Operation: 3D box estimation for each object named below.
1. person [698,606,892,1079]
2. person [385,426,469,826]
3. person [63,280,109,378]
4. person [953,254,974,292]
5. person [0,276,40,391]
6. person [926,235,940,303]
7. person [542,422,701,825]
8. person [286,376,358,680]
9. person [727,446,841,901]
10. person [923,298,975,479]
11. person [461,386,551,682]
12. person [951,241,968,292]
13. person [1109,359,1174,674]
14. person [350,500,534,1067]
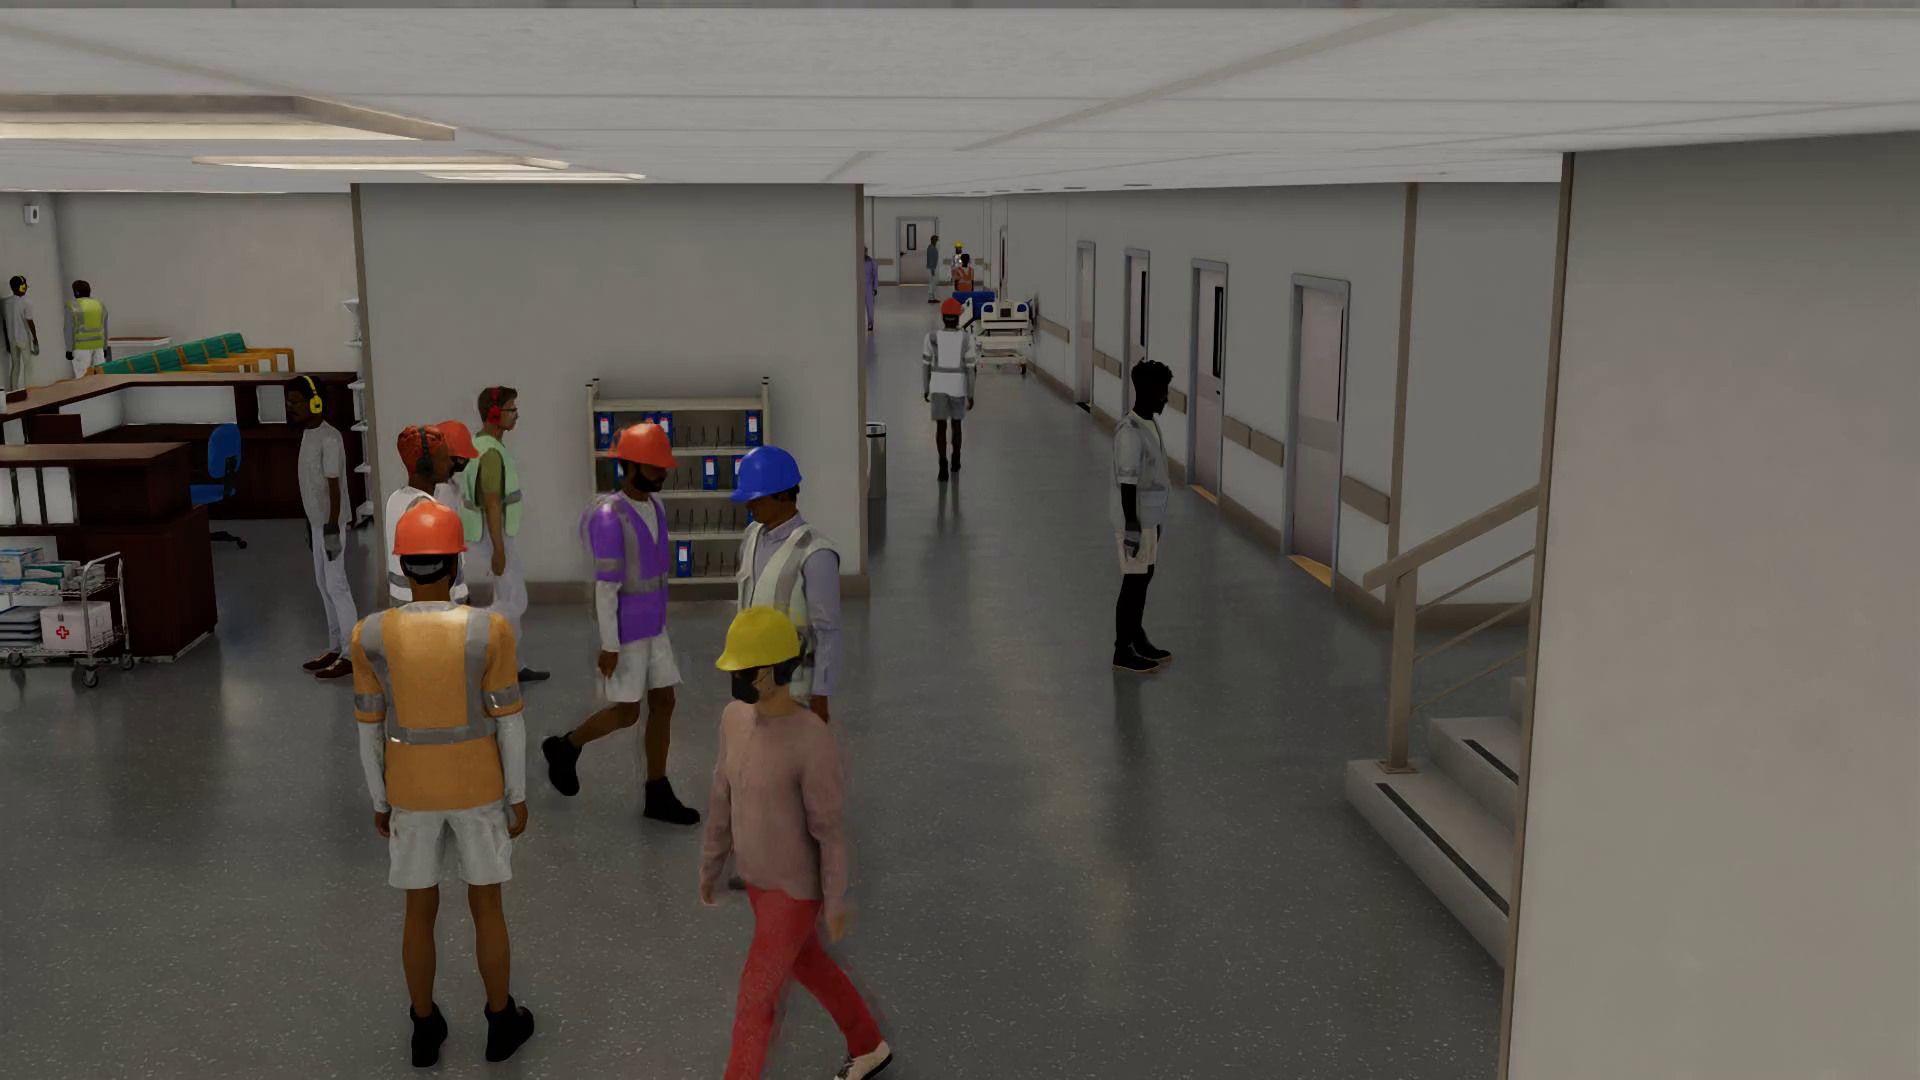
[{"bbox_3d":[-0.552,1.027,5.138,0.917,1.720,0.541,-9,15,-38],"label":"person"},{"bbox_3d":[-2.467,0.403,7.778,0.349,1.882,0.584,-8,14,-35],"label":"person"},{"bbox_3d":[-11.935,-2.629,22.734,0.429,1.837,0.629,6,13,26],"label":"person"},{"bbox_3d":[0.104,-5.705,38.112,0.580,1.694,0.326,-6,13,-29],"label":"person"},{"bbox_3d":[-13.234,-2.786,23.444,0.520,1.858,0.332,2,12,11],"label":"person"},{"bbox_3d":[-0.765,-7.686,47.205,0.384,1.930,0.634,1,12,5],"label":"person"},{"bbox_3d":[-1.601,0.388,7.794,0.739,1.909,0.574,4,12,21],"label":"person"},{"bbox_3d":[-3.909,-0.082,10.210,0.326,1.862,0.508,-9,14,-36],"label":"person"},{"bbox_3d":[-0.730,0.565,6.854,0.410,1.936,0.603,-9,15,-38],"label":"person"},{"bbox_3d":[-0.113,-1.606,17.593,0.549,1.896,0.972,0,12,-2],"label":"person"},{"bbox_3d":[-2.807,-0.005,9.917,0.563,1.827,0.567,-4,12,-20],"label":"person"},{"bbox_3d":[-0.041,-6.985,43.997,0.404,1.835,0.597,-11,16,-42],"label":"person"},{"bbox_3d":[1.122,-0.144,10.291,0.388,1.952,0.614,4,12,18],"label":"person"},{"bbox_3d":[-1.724,0.825,5.591,0.544,1.935,0.361,-1,12,-5],"label":"person"}]
